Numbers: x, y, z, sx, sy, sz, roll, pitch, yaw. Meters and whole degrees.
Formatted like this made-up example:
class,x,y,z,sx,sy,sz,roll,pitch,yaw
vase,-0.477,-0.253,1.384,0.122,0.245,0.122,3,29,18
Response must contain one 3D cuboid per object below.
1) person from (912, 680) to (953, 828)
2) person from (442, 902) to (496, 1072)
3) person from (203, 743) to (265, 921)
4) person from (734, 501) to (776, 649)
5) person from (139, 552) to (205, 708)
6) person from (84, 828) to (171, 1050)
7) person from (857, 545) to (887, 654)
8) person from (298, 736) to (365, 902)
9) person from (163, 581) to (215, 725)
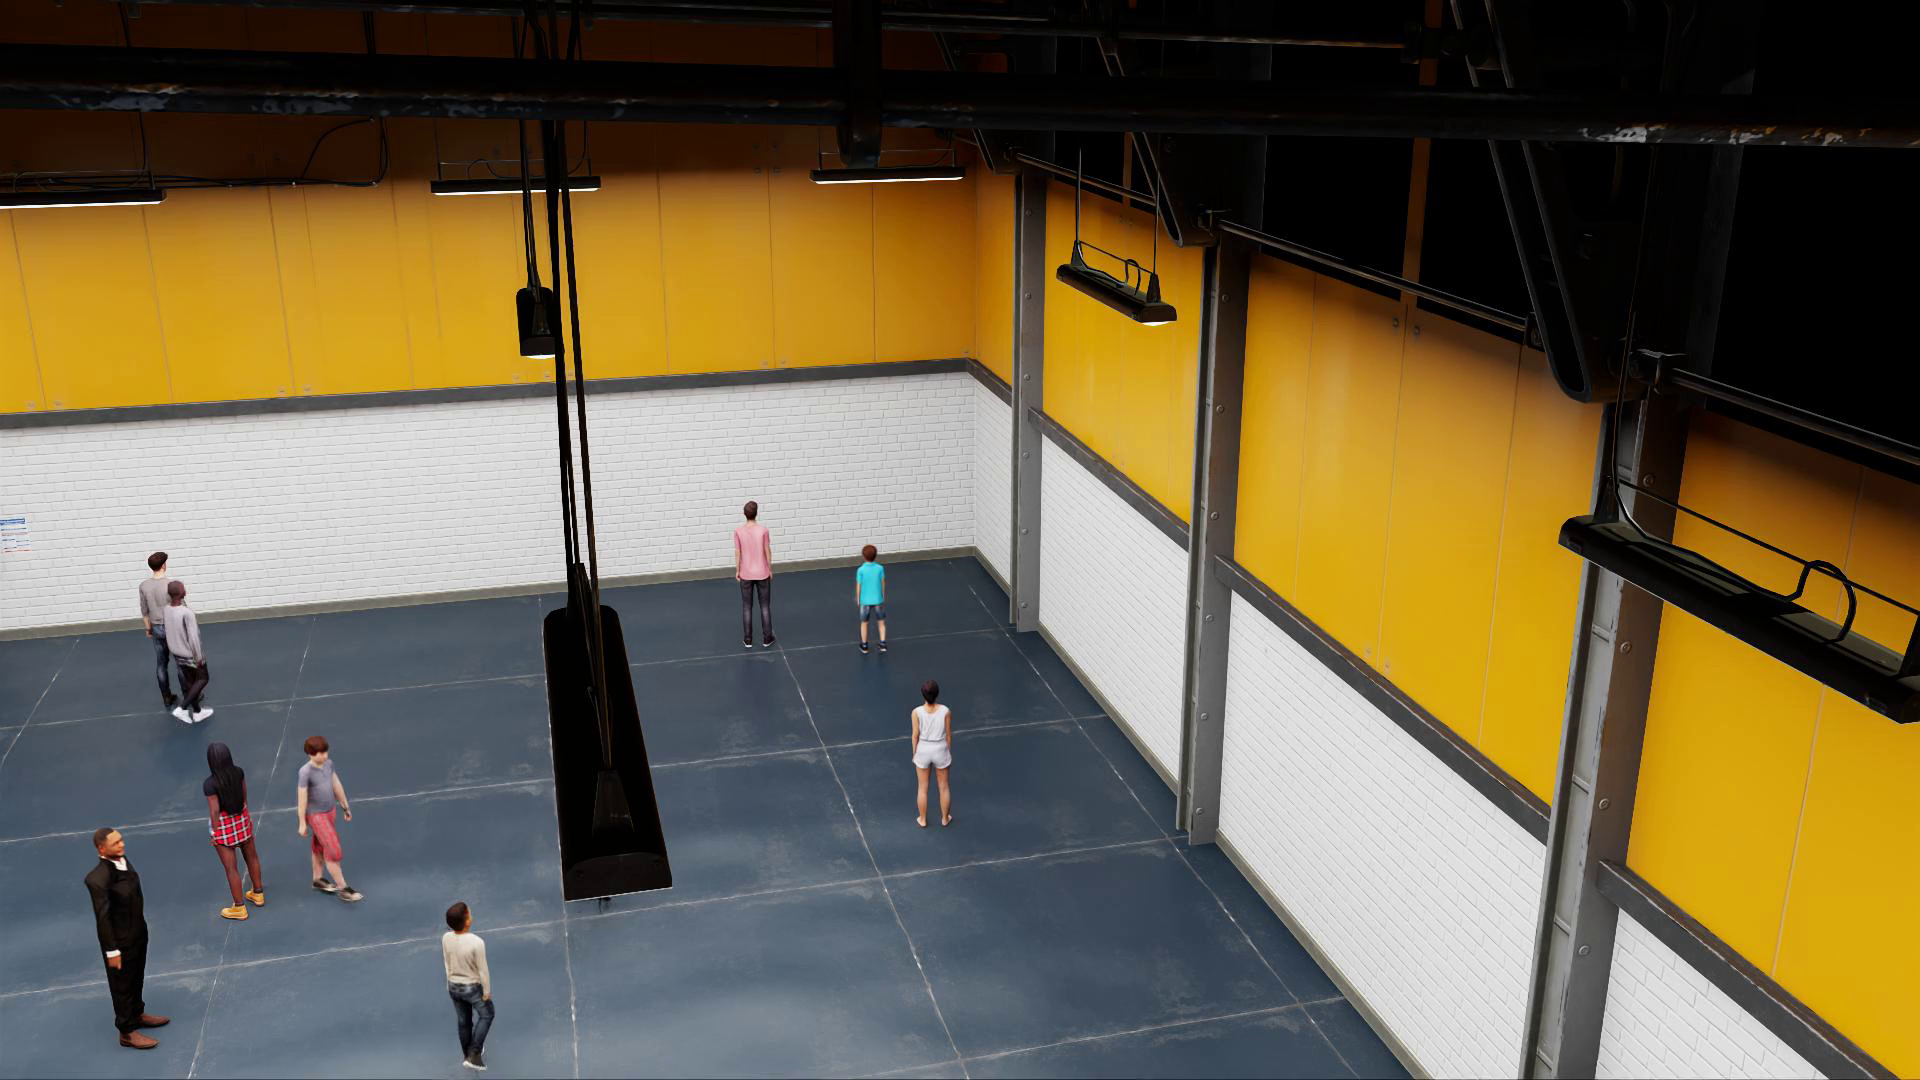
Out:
class,x,y,z,sx,sy,sz,roll,pitch,yaw
person,-0.282,2.178,16.987,0.614,1.601,0.614,-1,19,-2
person,-3.918,3.561,13.110,0.696,1.454,0.778,4,19,11
person,-6.729,2.660,15.358,0.786,1.727,0.711,7,20,21
person,-2.671,0.441,21.584,0.674,1.959,0.617,-1,19,-3
person,-9.446,1.066,19.817,0.757,1.903,0.671,0,19,1
person,-6.799,3.195,13.492,0.802,1.904,0.614,-1,19,-4
person,-1.140,0.750,21.471,0.524,1.446,0.472,-4,19,-13
person,-6.097,2.596,15.702,0.980,1.629,0.968,7,20,20
person,-9.015,1.335,19.239,0.888,1.761,0.976,7,20,21
